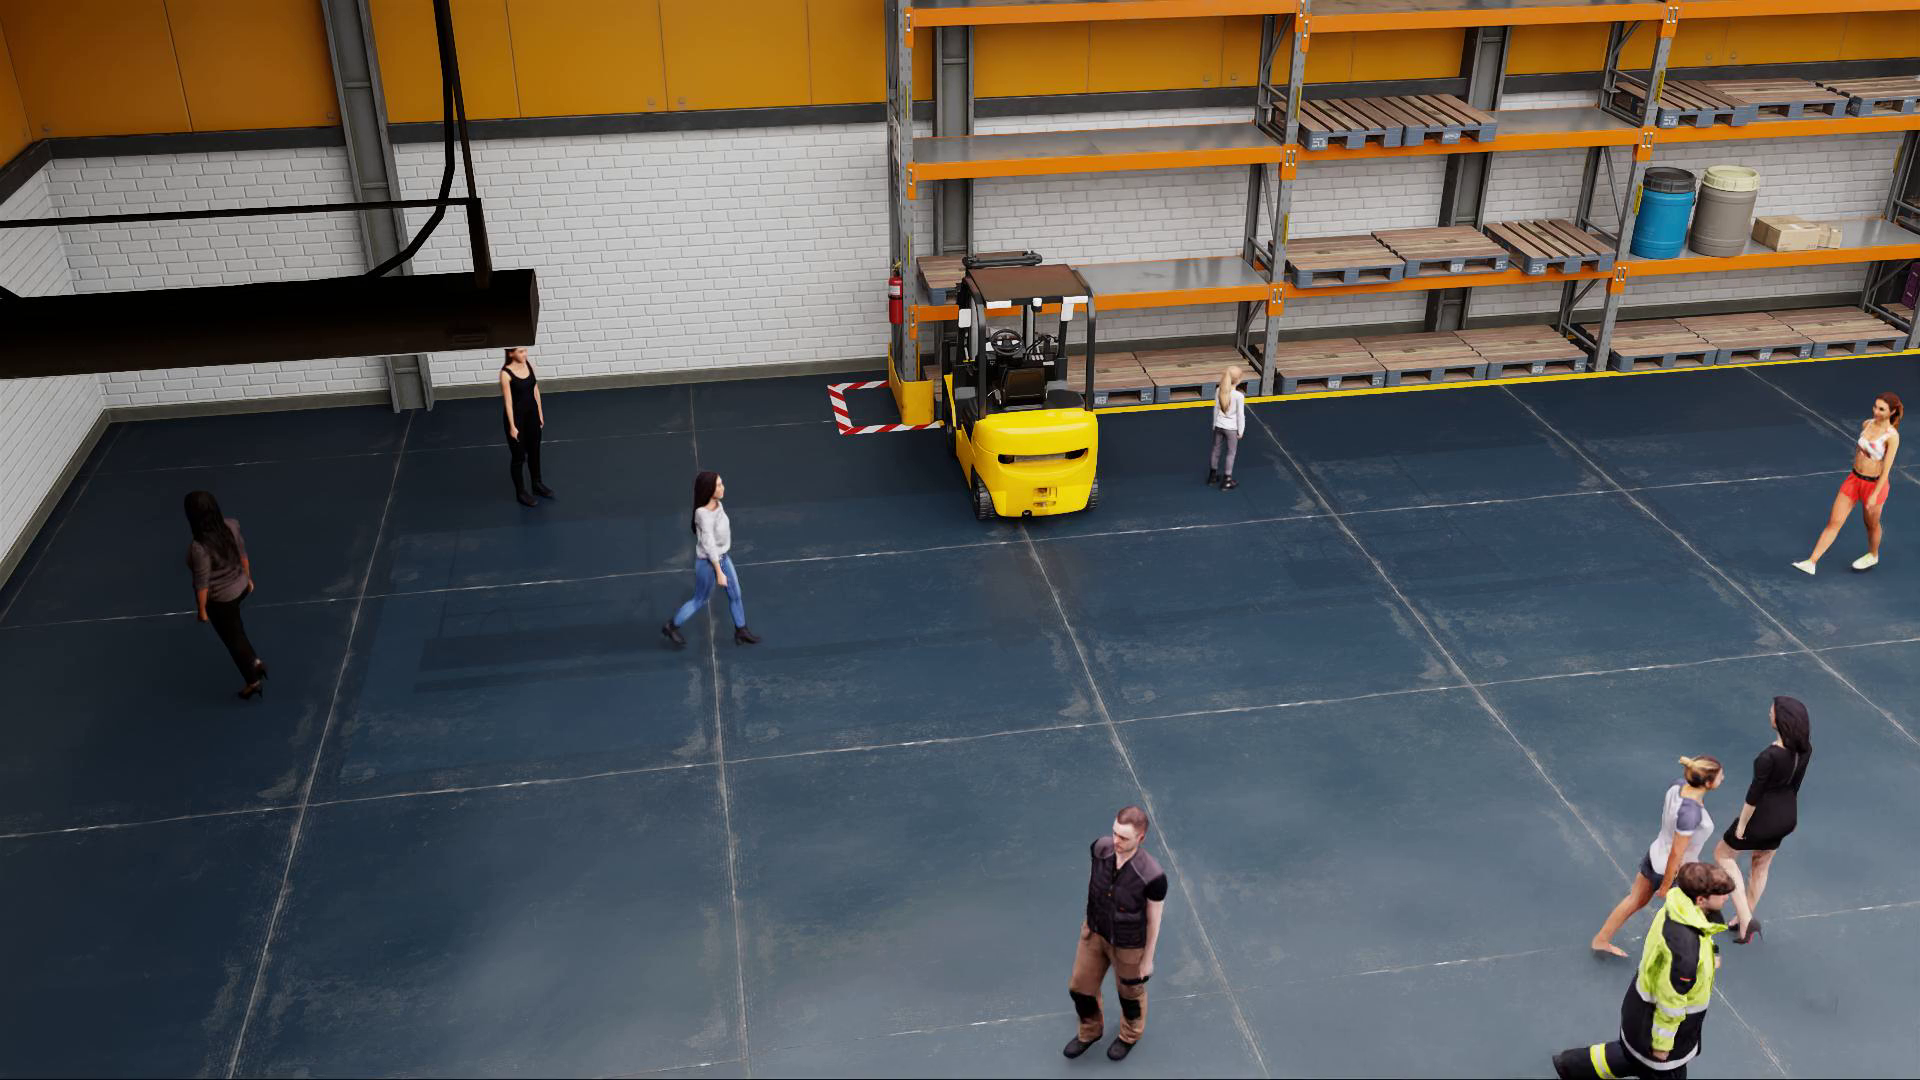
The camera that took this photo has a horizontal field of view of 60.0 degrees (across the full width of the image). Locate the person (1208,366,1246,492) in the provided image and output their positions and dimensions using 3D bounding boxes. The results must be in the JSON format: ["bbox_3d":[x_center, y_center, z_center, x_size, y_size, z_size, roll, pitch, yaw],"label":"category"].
[{"bbox_3d":[2.593,-1.098,16.217,0.588,1.277,0.640,23,36,35],"label":"person"}]

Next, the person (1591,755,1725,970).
[{"bbox_3d":[4.284,2.004,10.212,1.057,1.581,0.748,3,29,5],"label":"person"}]

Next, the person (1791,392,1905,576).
[{"bbox_3d":[8.004,-0.461,14.562,1.218,1.743,0.714,-9,30,-17],"label":"person"}]

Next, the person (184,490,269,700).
[{"bbox_3d":[-5.557,0.453,12.798,0.765,1.828,0.757,5,29,8],"label":"person"}]

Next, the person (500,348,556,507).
[{"bbox_3d":[-4.180,-1.148,15.880,0.728,1.688,0.672,17,33,29],"label":"person"}]

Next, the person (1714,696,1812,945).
[{"bbox_3d":[5.067,1.819,10.331,0.655,1.792,0.717,-10,30,-18],"label":"person"}]

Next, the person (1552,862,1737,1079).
[{"bbox_3d":[3.680,2.491,8.920,1.194,1.963,1.083,12,31,21],"label":"person"}]

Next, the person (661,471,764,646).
[{"bbox_3d":[-2.094,0.205,13.493,1.129,1.597,0.829,4,29,8],"label":"person"}]

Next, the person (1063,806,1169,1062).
[{"bbox_3d":[0.982,2.221,9.563,0.860,1.822,0.908,23,36,35],"label":"person"}]
